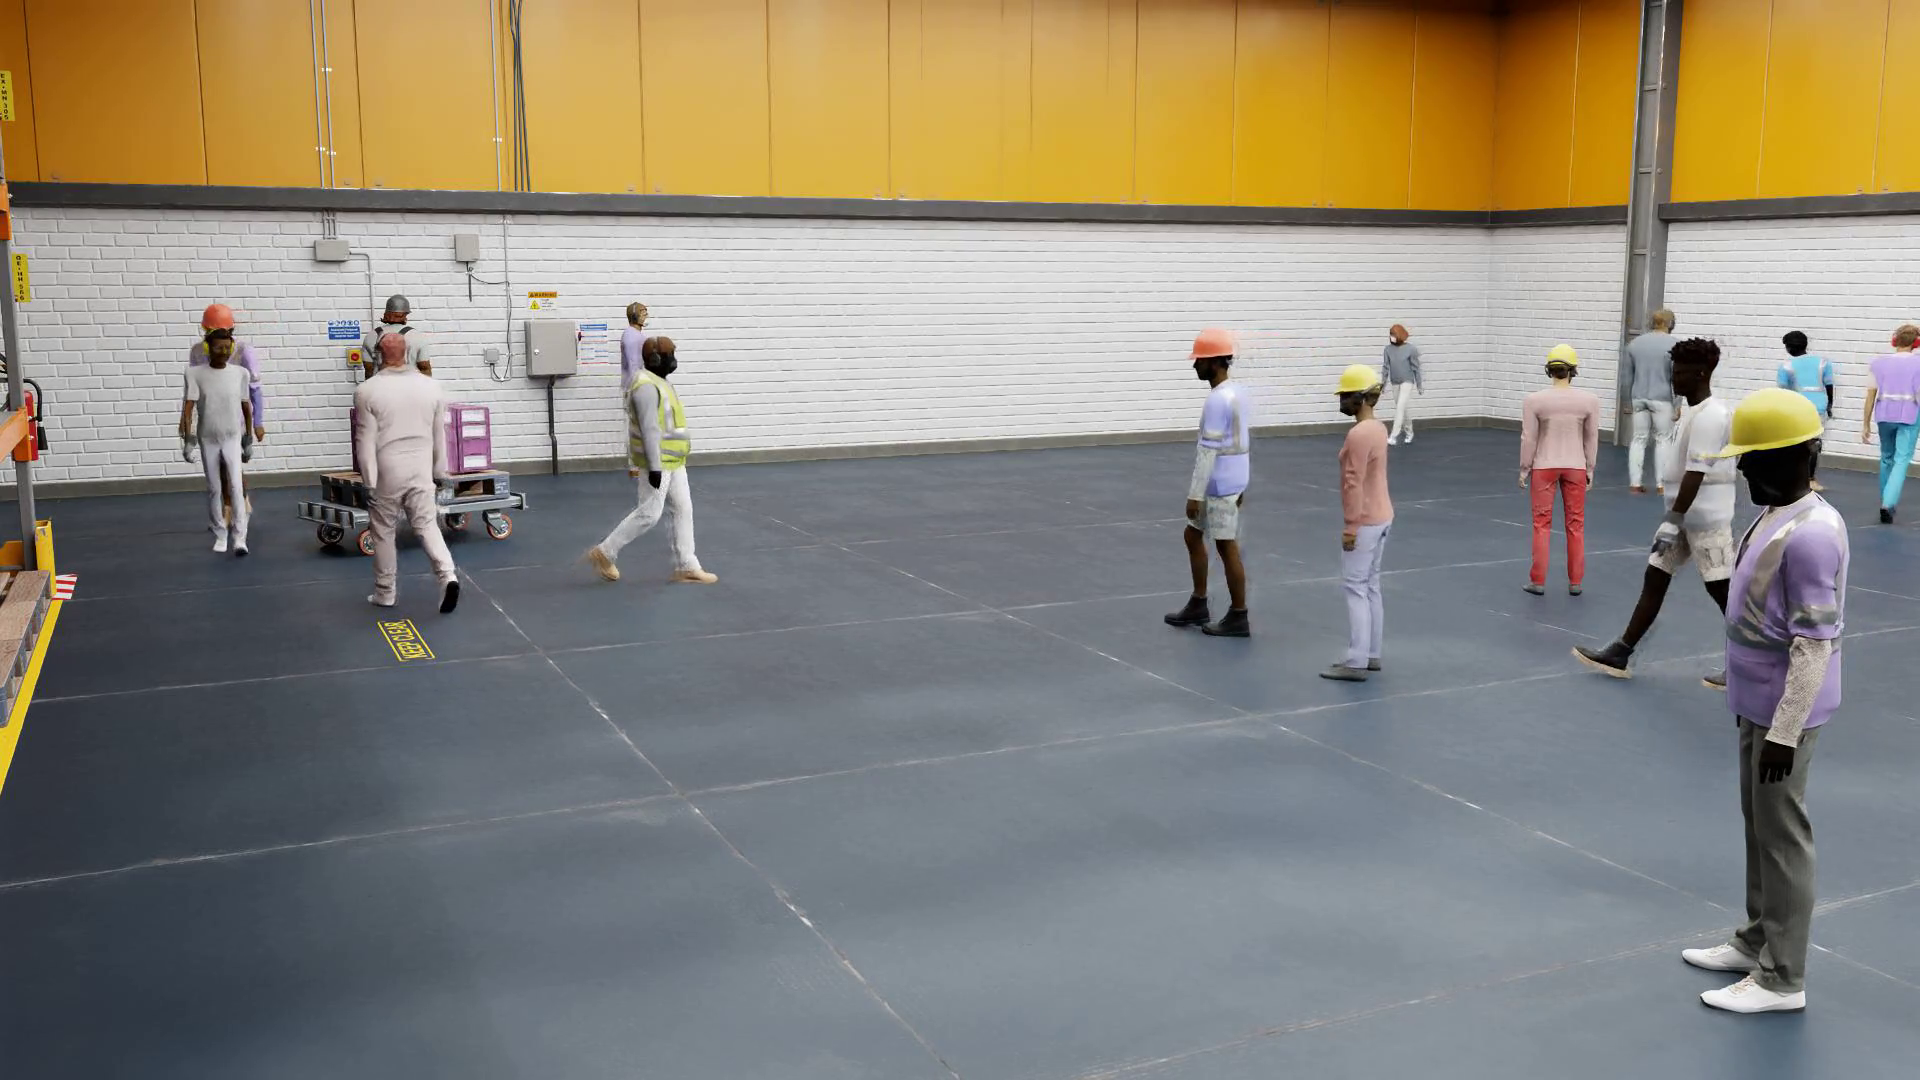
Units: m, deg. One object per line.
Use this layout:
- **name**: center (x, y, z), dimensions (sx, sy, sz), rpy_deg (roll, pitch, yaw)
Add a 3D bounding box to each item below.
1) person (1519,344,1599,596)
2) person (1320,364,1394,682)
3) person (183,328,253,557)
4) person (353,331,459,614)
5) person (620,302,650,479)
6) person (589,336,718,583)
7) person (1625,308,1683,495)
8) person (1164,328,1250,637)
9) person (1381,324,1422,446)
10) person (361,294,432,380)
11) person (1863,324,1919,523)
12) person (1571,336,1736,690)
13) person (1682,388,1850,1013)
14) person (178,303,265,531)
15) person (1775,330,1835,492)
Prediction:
- **person**: center (4.182, -0.485, 11.654), dimensions (0.526, 1.765, 0.329), rpy_deg (1, 9, 8)
- **person**: center (2.228, -0.100, 9.302), dimensions (0.368, 1.755, 0.522), rpy_deg (5, 10, 28)
- **person**: center (-5.873, -0.759, 13.193), dimensions (0.536, 1.816, 0.965), rpy_deg (-4, 10, -26)
- **person**: center (-3.681, -0.444, 11.057), dimensions (0.873, 1.882, 0.655), rpy_deg (9, 13, 44)
- **person**: center (-3.539, -1.640, 18.278), dimensions (0.372, 1.940, 0.631), rpy_deg (-1, 9, -9)
- **person**: center (-2.231, -0.567, 12.010), dimensions (0.844, 1.818, 0.629), rpy_deg (1, 9, 6)
- **person**: center (7.048, -1.393, 16.927), dimensions (0.547, 1.920, 0.648), rpy_deg (-7, 12, -38)
- **person**: center (1.506, -0.346, 10.310), dimensions (0.713, 1.911, 0.587), rpy_deg (3, 10, 17)
- **person**: center (5.821, -2.036, 21.846), dimensions (0.873, 1.584, 0.542), rpy_deg (-8, 12, -40)
- **person**: center (-5.805, -1.535, 17.308), dimensions (0.689, 2.000, 0.538), rpy_deg (0, 9, 1)
- **person**: center (8.555, -1.072, 15.184), dimensions (0.554, 1.804, 0.951), rpy_deg (9, 13, 43)
- **person**: center (3.932, -0.137, 9.028), dimensions (0.993, 1.914, 0.630), rpy_deg (2, 9, 14)
- **person**: center (2.478, 0.494, 5.099), dimensions (0.381, 1.917, 0.586), rpy_deg (3, 10, 16)
- **person**: center (-6.408, -1.046, 14.409), dimensions (0.739, 1.994, 0.520), rpy_deg (3, 10, 18)
- **person**: center (8.659, -1.313, 17.096), dimensions (0.614, 1.671, 0.325), rpy_deg (2, 9, 15)
